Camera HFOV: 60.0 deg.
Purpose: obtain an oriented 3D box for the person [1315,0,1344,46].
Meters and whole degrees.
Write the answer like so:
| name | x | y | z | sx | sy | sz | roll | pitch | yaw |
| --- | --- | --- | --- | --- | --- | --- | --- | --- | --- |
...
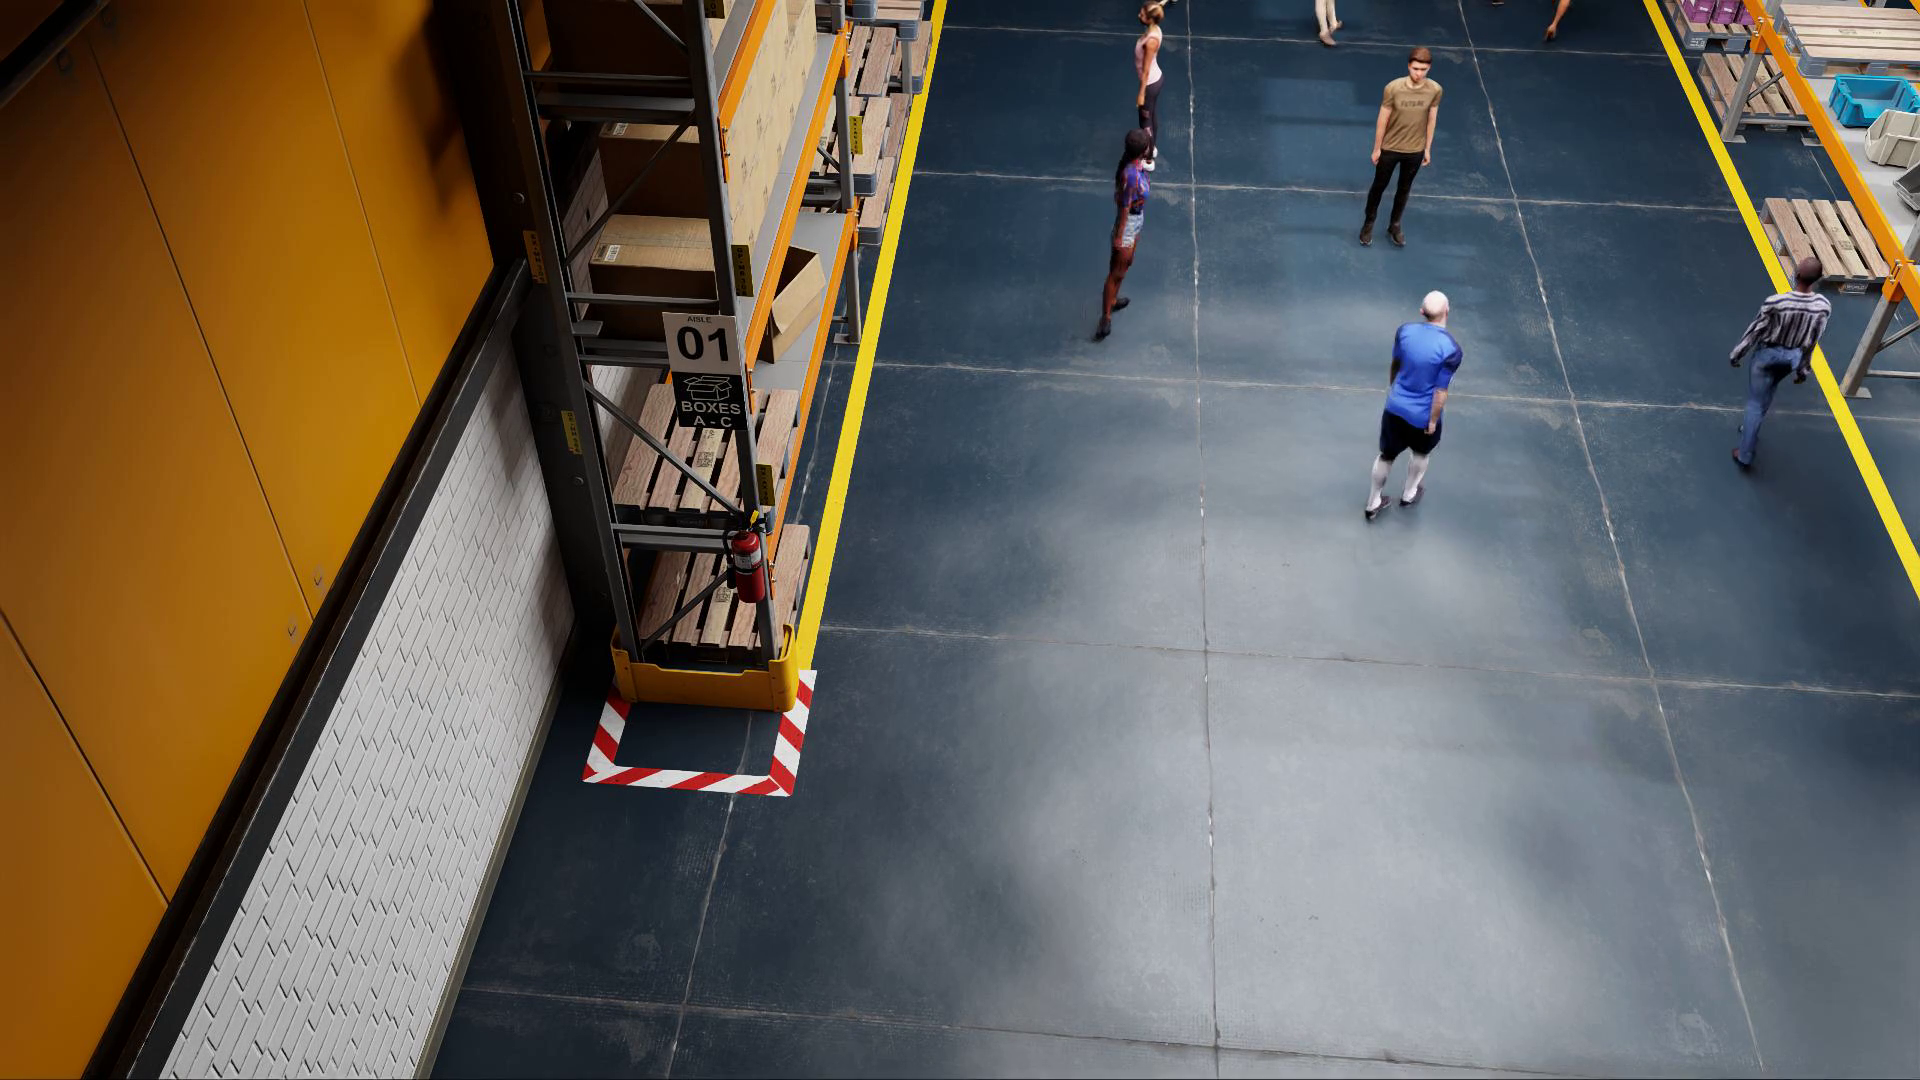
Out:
| name | x | y | z | sx | sy | sz | roll | pitch | yaw |
| --- | --- | --- | --- | --- | --- | --- | --- | --- | --- |
| person | 3.892 | -6.011 | 17.327 | 0.779 | 1.637 | 0.564 | -23 | 48 | -23 |

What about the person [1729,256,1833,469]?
| name | x | y | z | sx | sy | sz | roll | pitch | yaw |
| --- | --- | --- | --- | --- | --- | --- | --- | --- | --- |
| person | 6.013 | -1.237 | 12.216 | 0.670 | 1.775 | 0.747 | 3 | 44 | 3 |

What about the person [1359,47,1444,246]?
| name | x | y | z | sx | sy | sz | roll | pitch | yaw |
| --- | --- | --- | --- | --- | --- | --- | --- | --- | --- |
| person | 3.847 | -3.427 | 14.460 | 0.674 | 1.851 | 0.564 | 1 | 44 | 1 |

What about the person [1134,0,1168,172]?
| name | x | y | z | sx | sy | sz | roll | pitch | yaw |
| --- | --- | --- | --- | --- | --- | --- | --- | --- | --- |
| person | 1.771 | -4.244 | 15.465 | 0.631 | 1.647 | 0.476 | 8 | 44 | 9 |

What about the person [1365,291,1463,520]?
| name | x | y | z | sx | sy | sz | roll | pitch | yaw |
| --- | --- | --- | --- | --- | --- | --- | --- | --- | --- |
| person | 3.190 | -0.880 | 11.829 | 0.953 | 1.792 | 0.885 | -31 | 51 | -28 |

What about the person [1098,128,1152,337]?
| name | x | y | z | sx | sy | sz | roll | pitch | yaw |
| --- | --- | --- | --- | --- | --- | --- | --- | --- | --- |
| person | 1.310 | -2.516 | 13.594 | 0.878 | 1.726 | 0.527 | 15 | 46 | 16 |
